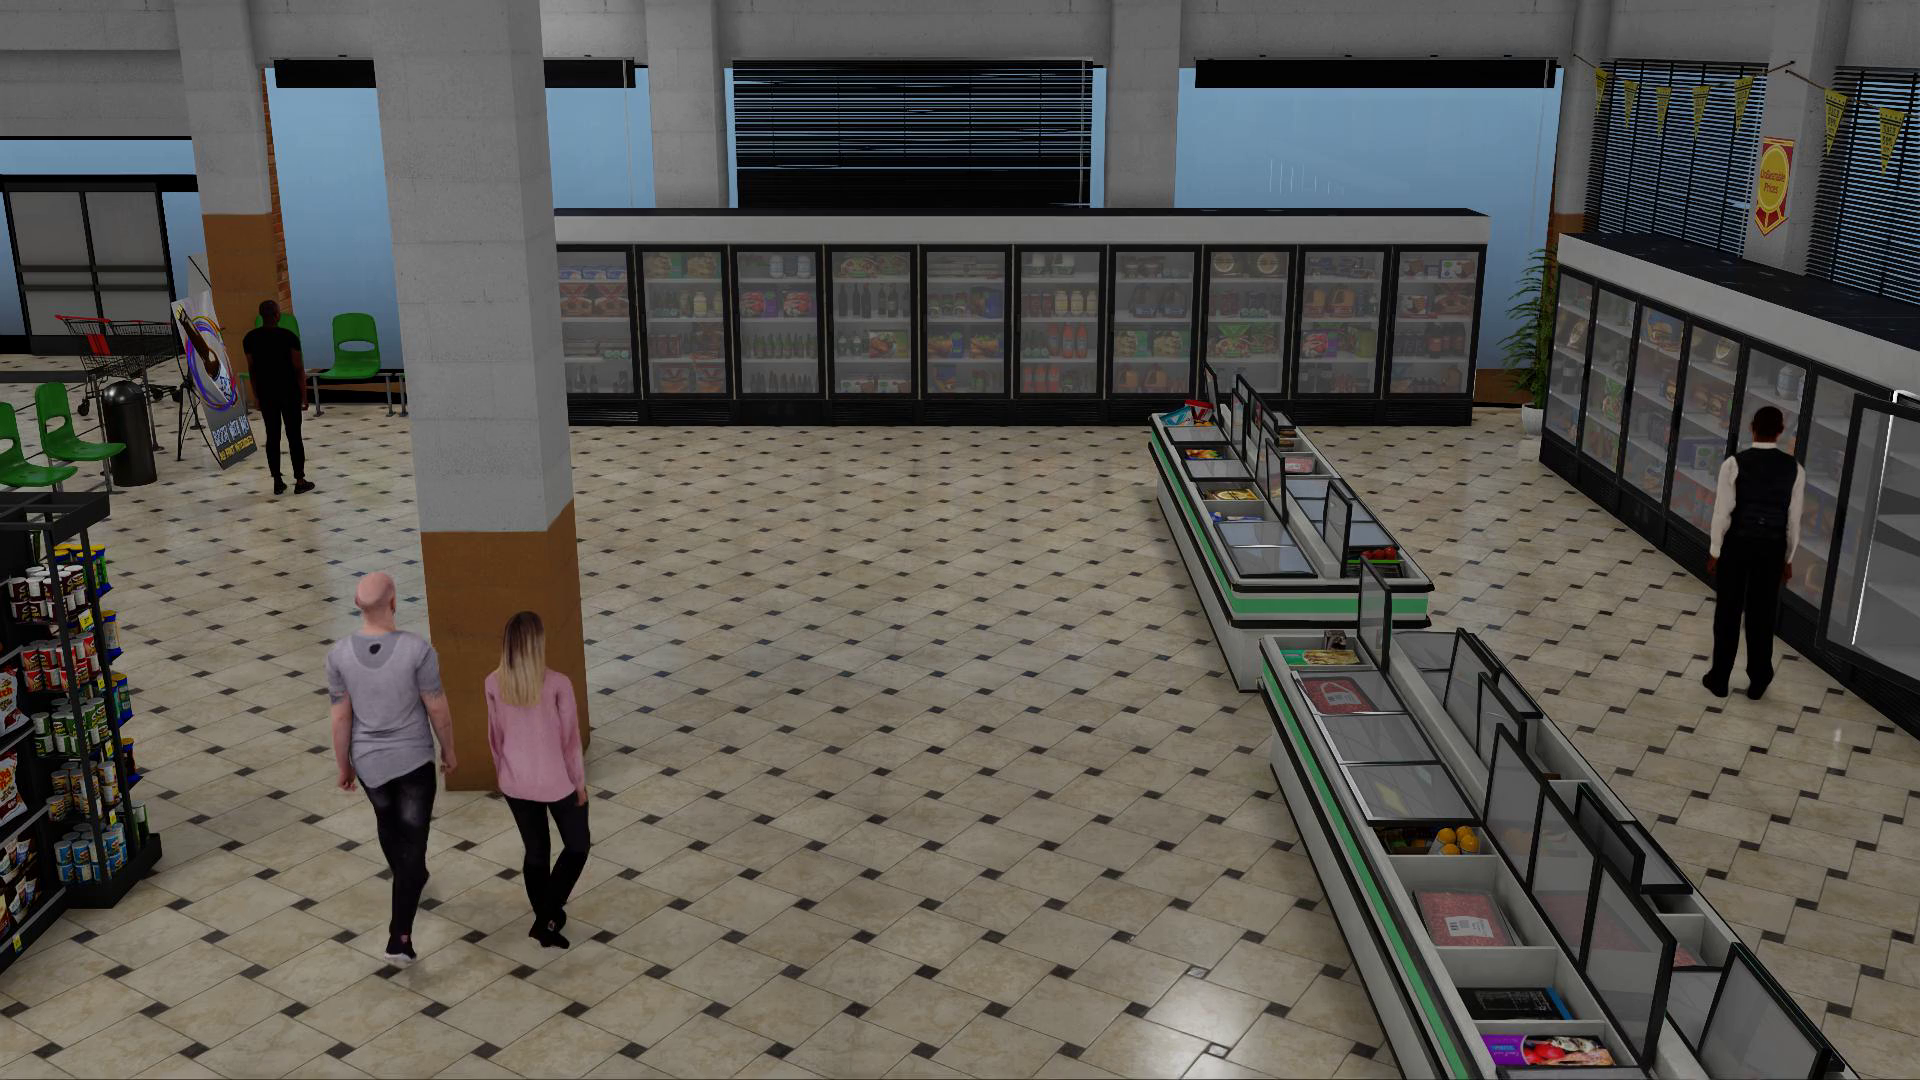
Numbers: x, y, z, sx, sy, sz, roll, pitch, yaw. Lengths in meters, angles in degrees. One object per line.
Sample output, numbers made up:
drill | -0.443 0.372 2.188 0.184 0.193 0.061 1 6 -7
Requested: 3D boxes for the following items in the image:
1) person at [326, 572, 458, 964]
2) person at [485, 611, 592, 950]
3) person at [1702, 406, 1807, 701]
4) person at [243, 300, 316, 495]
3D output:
person | -2.633 1.079 7.659 0.696 1.790 1.244 0 17 0
person | -1.952 1.145 7.635 0.692 1.679 0.806 3 17 10
person | 5.107 0.081 10.729 0.747 1.917 0.673 4 17 14
person | -6.381 -1.339 15.574 0.673 1.819 0.545 -1 17 -3
